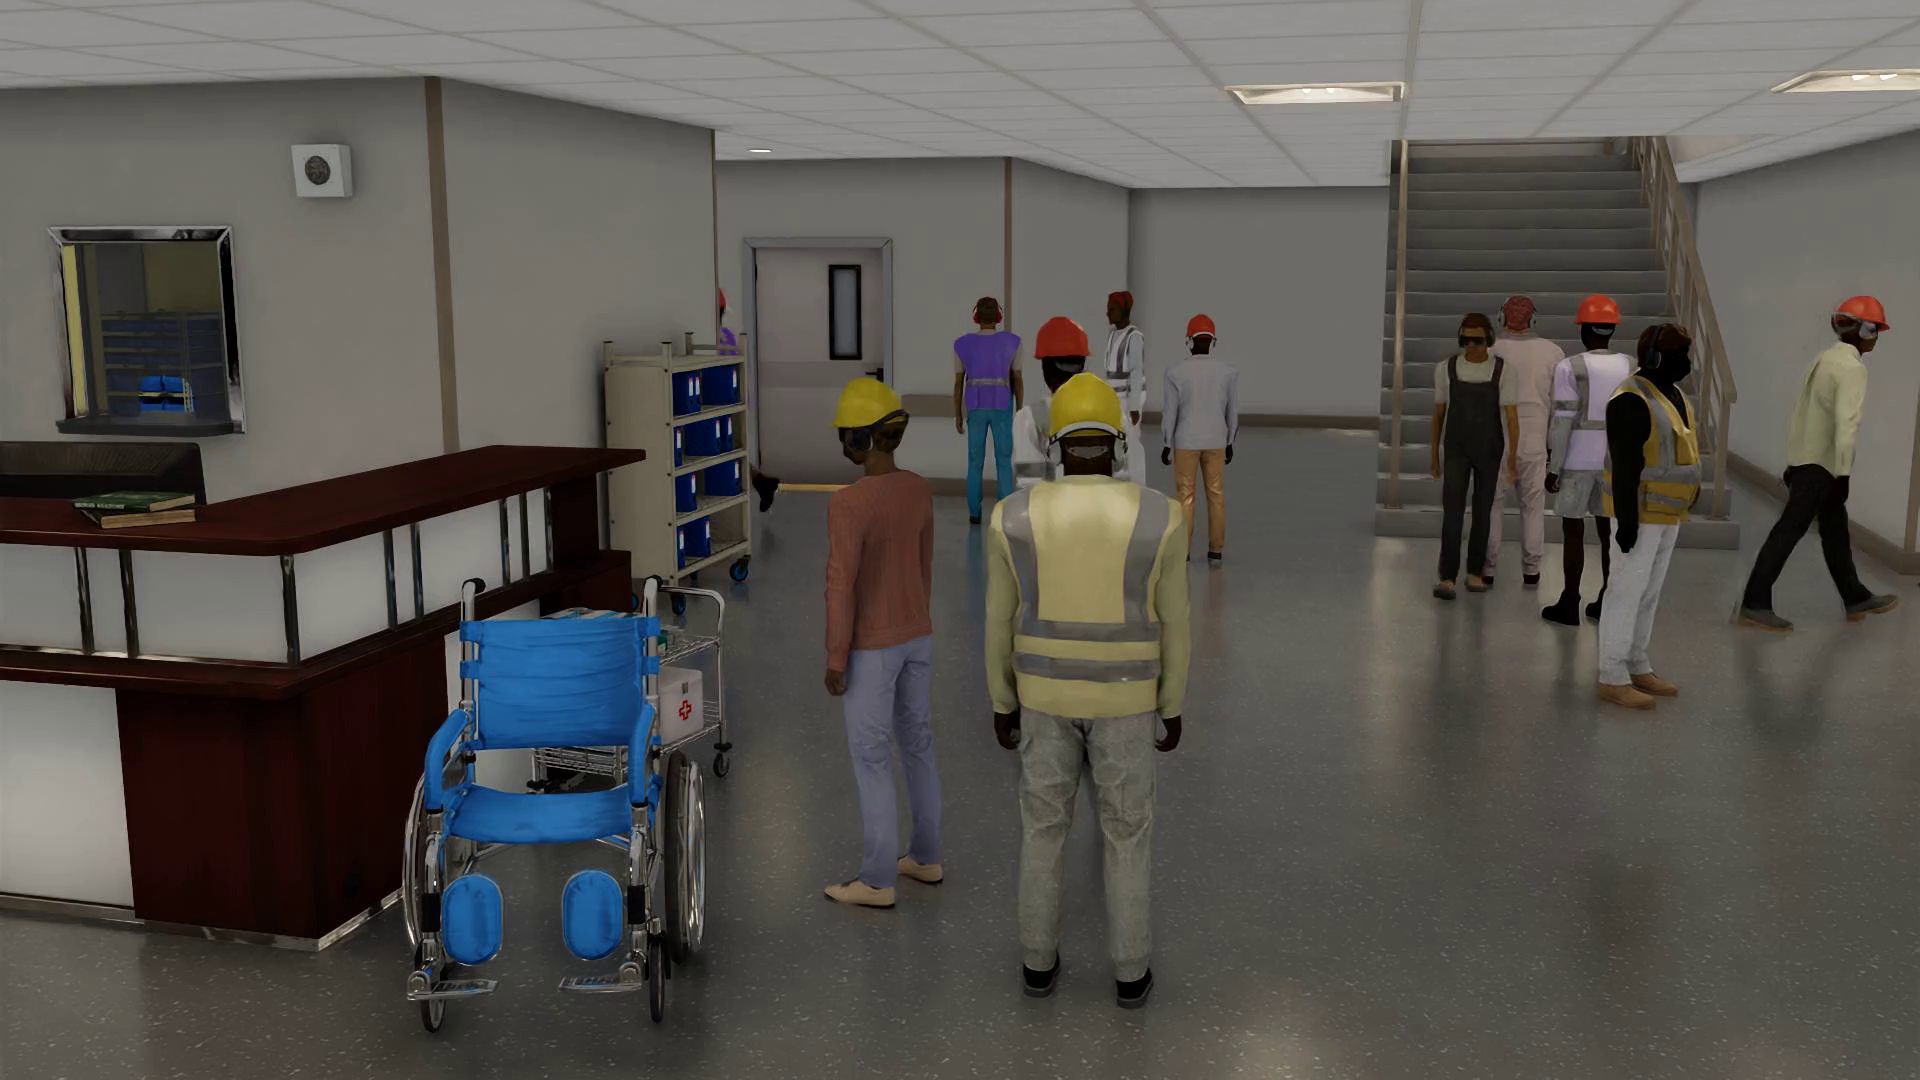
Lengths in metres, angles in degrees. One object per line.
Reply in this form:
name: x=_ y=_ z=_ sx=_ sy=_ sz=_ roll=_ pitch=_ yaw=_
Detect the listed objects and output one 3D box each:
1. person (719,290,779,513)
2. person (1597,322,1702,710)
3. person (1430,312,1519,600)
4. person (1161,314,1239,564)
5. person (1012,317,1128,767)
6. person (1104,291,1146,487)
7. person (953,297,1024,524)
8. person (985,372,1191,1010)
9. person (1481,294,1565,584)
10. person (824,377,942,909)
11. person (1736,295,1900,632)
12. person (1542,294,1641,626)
person: x=-1.879 y=-1.108 z=13.592 sx=0.724 sy=1.919 sz=0.547 roll=1 pitch=10 yaw=4
person: x=3.327 y=-0.121 z=8.015 sx=0.429 sy=1.842 sz=0.629 roll=9 pitch=13 yaw=42
person: x=3.203 y=-0.513 z=10.394 sx=0.525 sy=1.797 sz=0.937 roll=3 pitch=10 yaw=19
person: x=1.677 y=-0.706 z=11.713 sx=0.564 sy=1.751 sz=0.330 roll=-2 pitch=10 yaw=-13
person: x=0.441 y=-0.017 z=7.247 sx=0.550 sy=1.884 sz=0.988 roll=-3 pitch=10 yaw=-18
person: x=1.397 y=-1.171 z=14.125 sx=0.362 sy=1.874 sz=0.589 roll=-2 pitch=10 yaw=-13
person: x=0.227 y=-1.029 z=13.383 sx=0.561 sy=1.839 sz=0.390 roll=1 pitch=10 yaw=6
person: x=0.369 y=0.434 z=4.814 sx=0.590 sy=1.827 sz=0.403 roll=2 pitch=10 yaw=12
person: x=3.632 y=-0.655 z=10.963 sx=0.638 sy=1.910 sz=0.407 roll=1 pitch=10 yaw=6
person: x=-0.277 y=0.338 z=5.562 sx=0.343 sy=1.757 sz=0.520 roll=6 pitch=11 yaw=33
person: x=5.051 y=-0.439 z=9.619 sx=1.034 sy=1.917 sz=0.714 roll=2 pitch=10 yaw=10
person: x=3.686 y=-0.465 z=9.753 sx=0.552 sy=1.936 sz=0.359 roll=-2 pitch=10 yaw=-12
